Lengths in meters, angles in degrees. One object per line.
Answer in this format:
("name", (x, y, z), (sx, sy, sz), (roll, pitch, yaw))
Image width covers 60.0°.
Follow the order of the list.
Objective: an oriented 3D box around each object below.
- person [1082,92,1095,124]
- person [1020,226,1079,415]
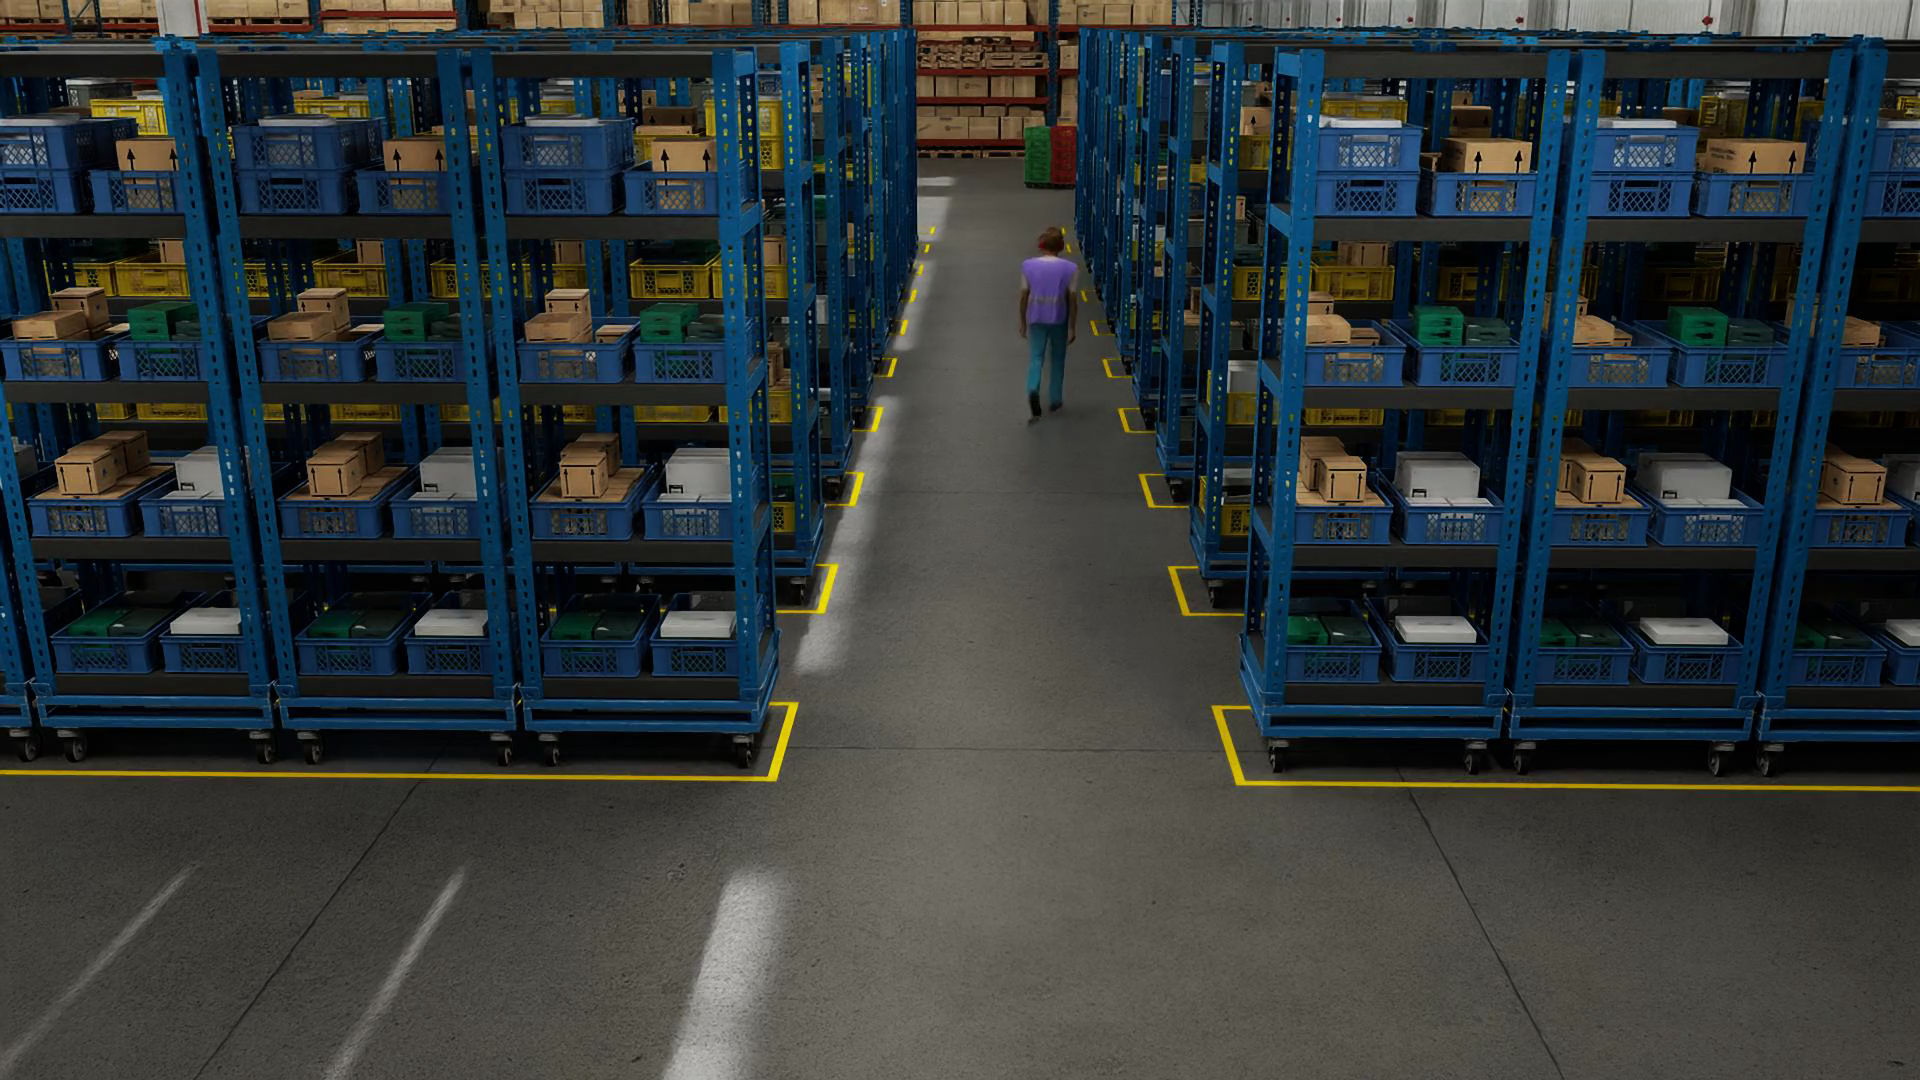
("person", (3.345, -10.479, 42.510), (0.705, 1.979, 0.427), (-1, 17, -2))
("person", (0.851, -2.103, 16.081), (0.572, 1.825, 0.719), (4, 18, 12))
